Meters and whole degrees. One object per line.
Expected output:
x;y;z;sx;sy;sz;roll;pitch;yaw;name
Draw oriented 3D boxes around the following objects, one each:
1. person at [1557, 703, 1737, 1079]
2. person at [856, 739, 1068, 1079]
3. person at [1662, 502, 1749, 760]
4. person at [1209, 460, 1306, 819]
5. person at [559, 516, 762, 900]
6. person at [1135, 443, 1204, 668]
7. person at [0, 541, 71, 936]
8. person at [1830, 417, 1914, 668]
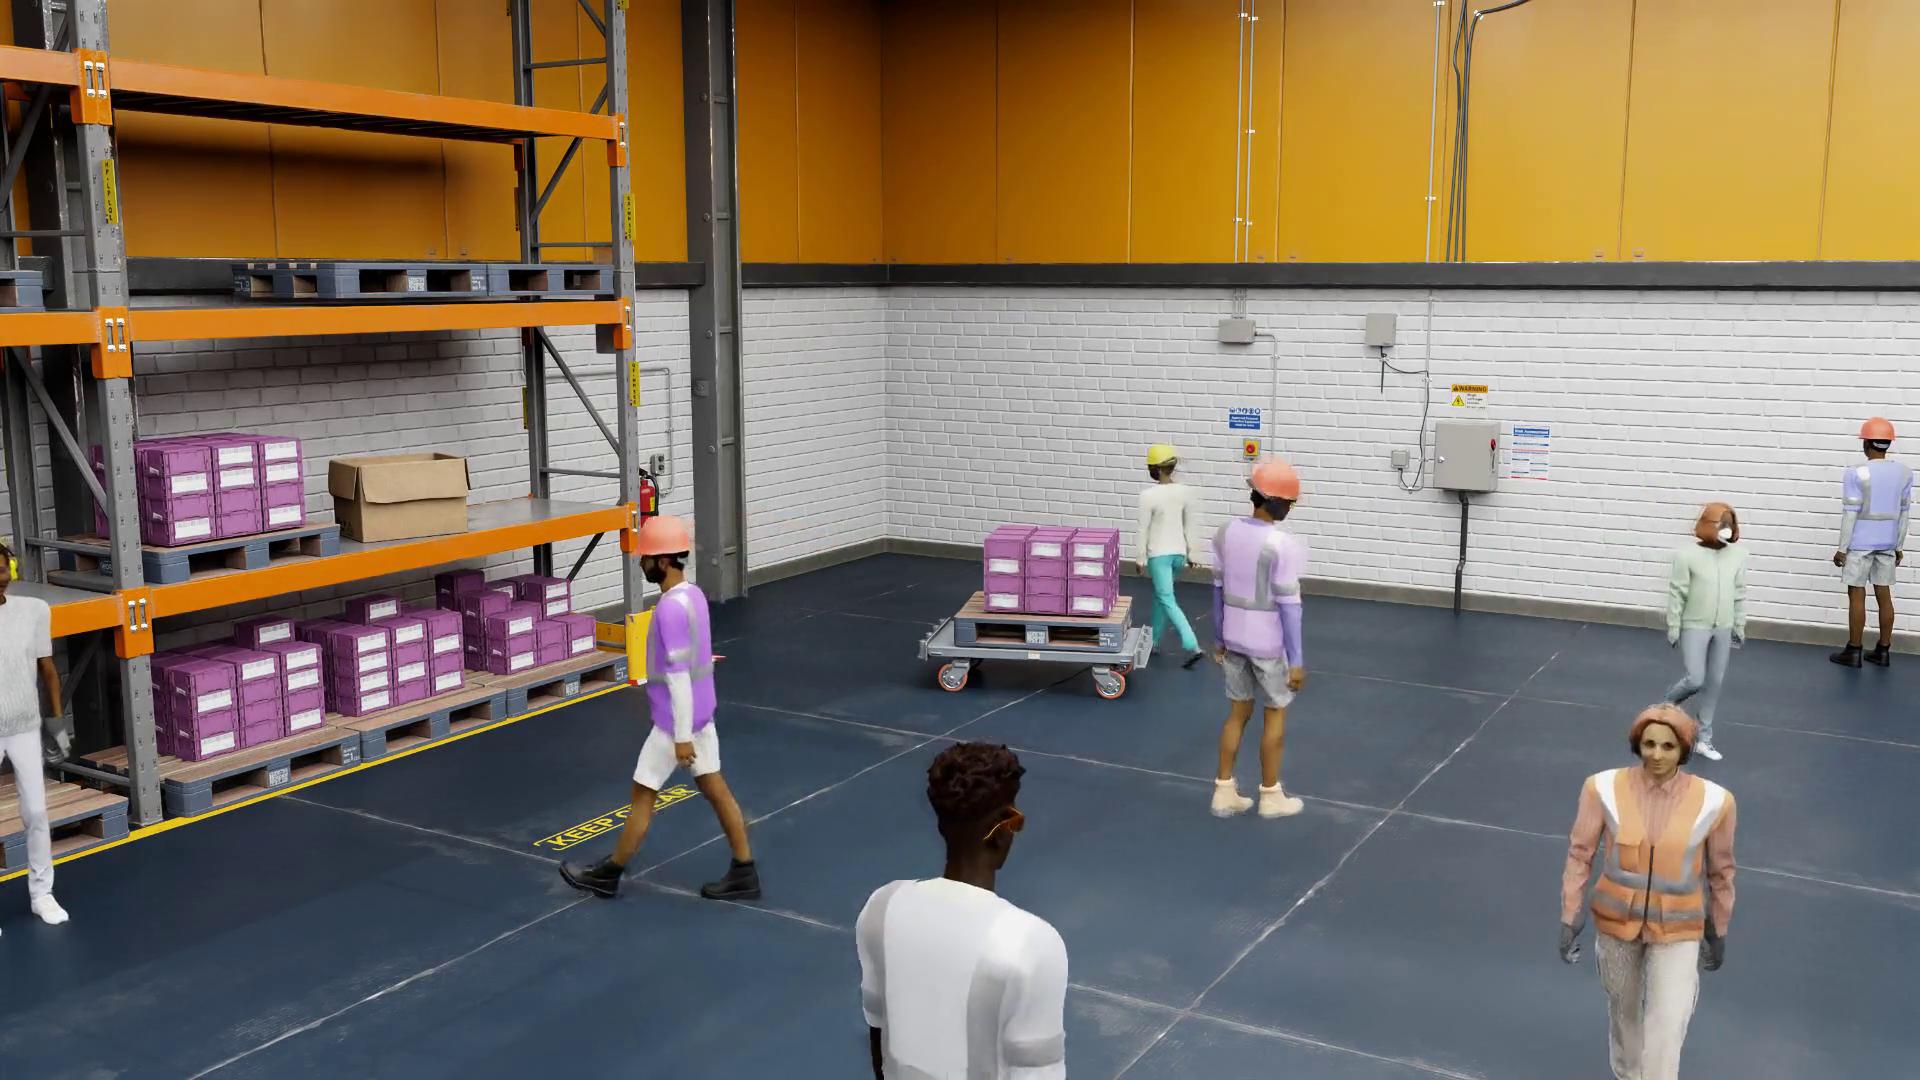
2.346;1.333;5.706;0.539;1.589;0.876;5;10;27;person
0.065;1.426;4.002;0.650;1.943;0.620;7;12;38;person
4.672;0.558;10.436;0.502;1.621;0.405;-2;9;-11;person
1.672;0.562;9.216;0.521;2.013;0.643;-6;11;-34;person
-1.417;0.820;7.985;1.004;1.879;0.574;1;9;5;person
1.630;0.113;12.918;0.525;1.725;0.870;-7;11;-36;person
-4.390;0.891;7.634;0.538;1.860;0.326;-8;12;-42;person
7.005;0.019;12.826;0.551;1.934;0.372;-1;9;-7;person
